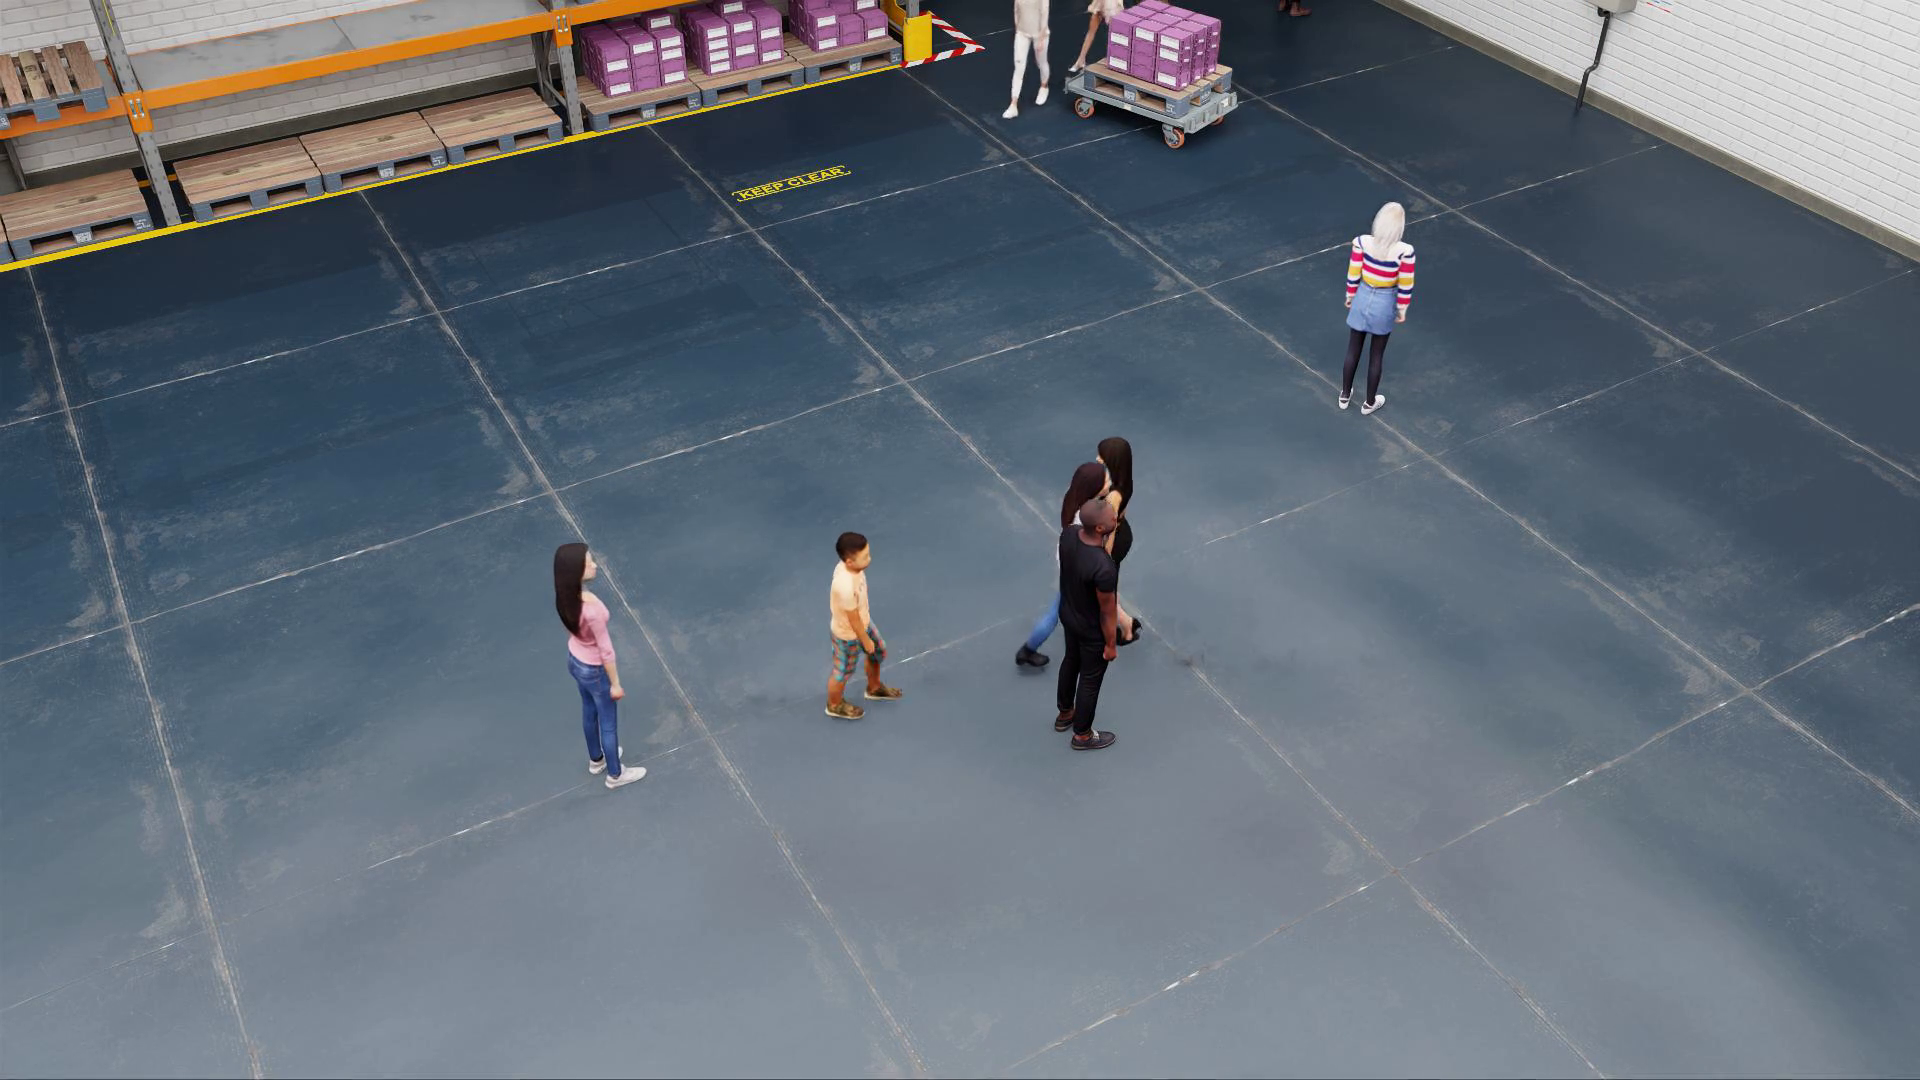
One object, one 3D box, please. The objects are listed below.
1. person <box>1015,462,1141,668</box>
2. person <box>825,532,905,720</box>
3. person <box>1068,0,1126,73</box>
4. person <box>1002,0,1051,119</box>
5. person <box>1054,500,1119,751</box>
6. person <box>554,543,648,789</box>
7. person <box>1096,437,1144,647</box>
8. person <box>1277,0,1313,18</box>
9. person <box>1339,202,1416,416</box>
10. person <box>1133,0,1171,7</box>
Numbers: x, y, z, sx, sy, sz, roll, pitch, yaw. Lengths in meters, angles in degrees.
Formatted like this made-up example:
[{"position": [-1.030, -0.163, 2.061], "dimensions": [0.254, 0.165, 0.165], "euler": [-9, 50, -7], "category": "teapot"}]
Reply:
[{"position": [0.665, 0.212, 10.475], "dimensions": [1.163, 1.582, 0.868], "euler": [-6, 39, -7], "category": "person"}, {"position": [-0.739, 0.530, 10.184], "dimensions": [0.818, 1.448, 0.736], "euler": [2, 39, 2], "category": "person"}, {"position": [1.686, -5.752, 17.859], "dimensions": [1.095, 1.686, 0.822], "euler": [-3, 39, -3], "category": "person"}, {"position": [0.797, -5.270, 17.272], "dimensions": [1.004, 1.665, 1.173], "euler": [16, 41, 19], "category": "person"}, {"position": [0.757, 0.496, 9.930], "dimensions": [0.552, 1.819, 0.673], "euler": [-17, 42, -20], "category": "person"}, {"position": [-2.148, 0.730, 9.698], "dimensions": [0.554, 1.742, 0.597], "euler": [-28, 46, -30], "category": "person"}, {"position": [1.038, 0.066, 10.612], "dimensions": [0.806, 1.638, 0.746], "euler": [8, 39, 10], "category": "person"}, {"position": [3.963, -7.056, 19.373], "dimensions": [0.549, 1.836, 0.685], "euler": [-20, 43, -23], "category": "person"}, {"position": [3.187, -1.796, 12.810], "dimensions": [0.724, 1.805, 0.703], "euler": [20, 43, 23], "category": "person"}, {"position": [2.261, -6.153, 18.421], "dimensions": [0.840, 1.613, 0.805], "euler": [1, 39, 1], "category": "person"}]
